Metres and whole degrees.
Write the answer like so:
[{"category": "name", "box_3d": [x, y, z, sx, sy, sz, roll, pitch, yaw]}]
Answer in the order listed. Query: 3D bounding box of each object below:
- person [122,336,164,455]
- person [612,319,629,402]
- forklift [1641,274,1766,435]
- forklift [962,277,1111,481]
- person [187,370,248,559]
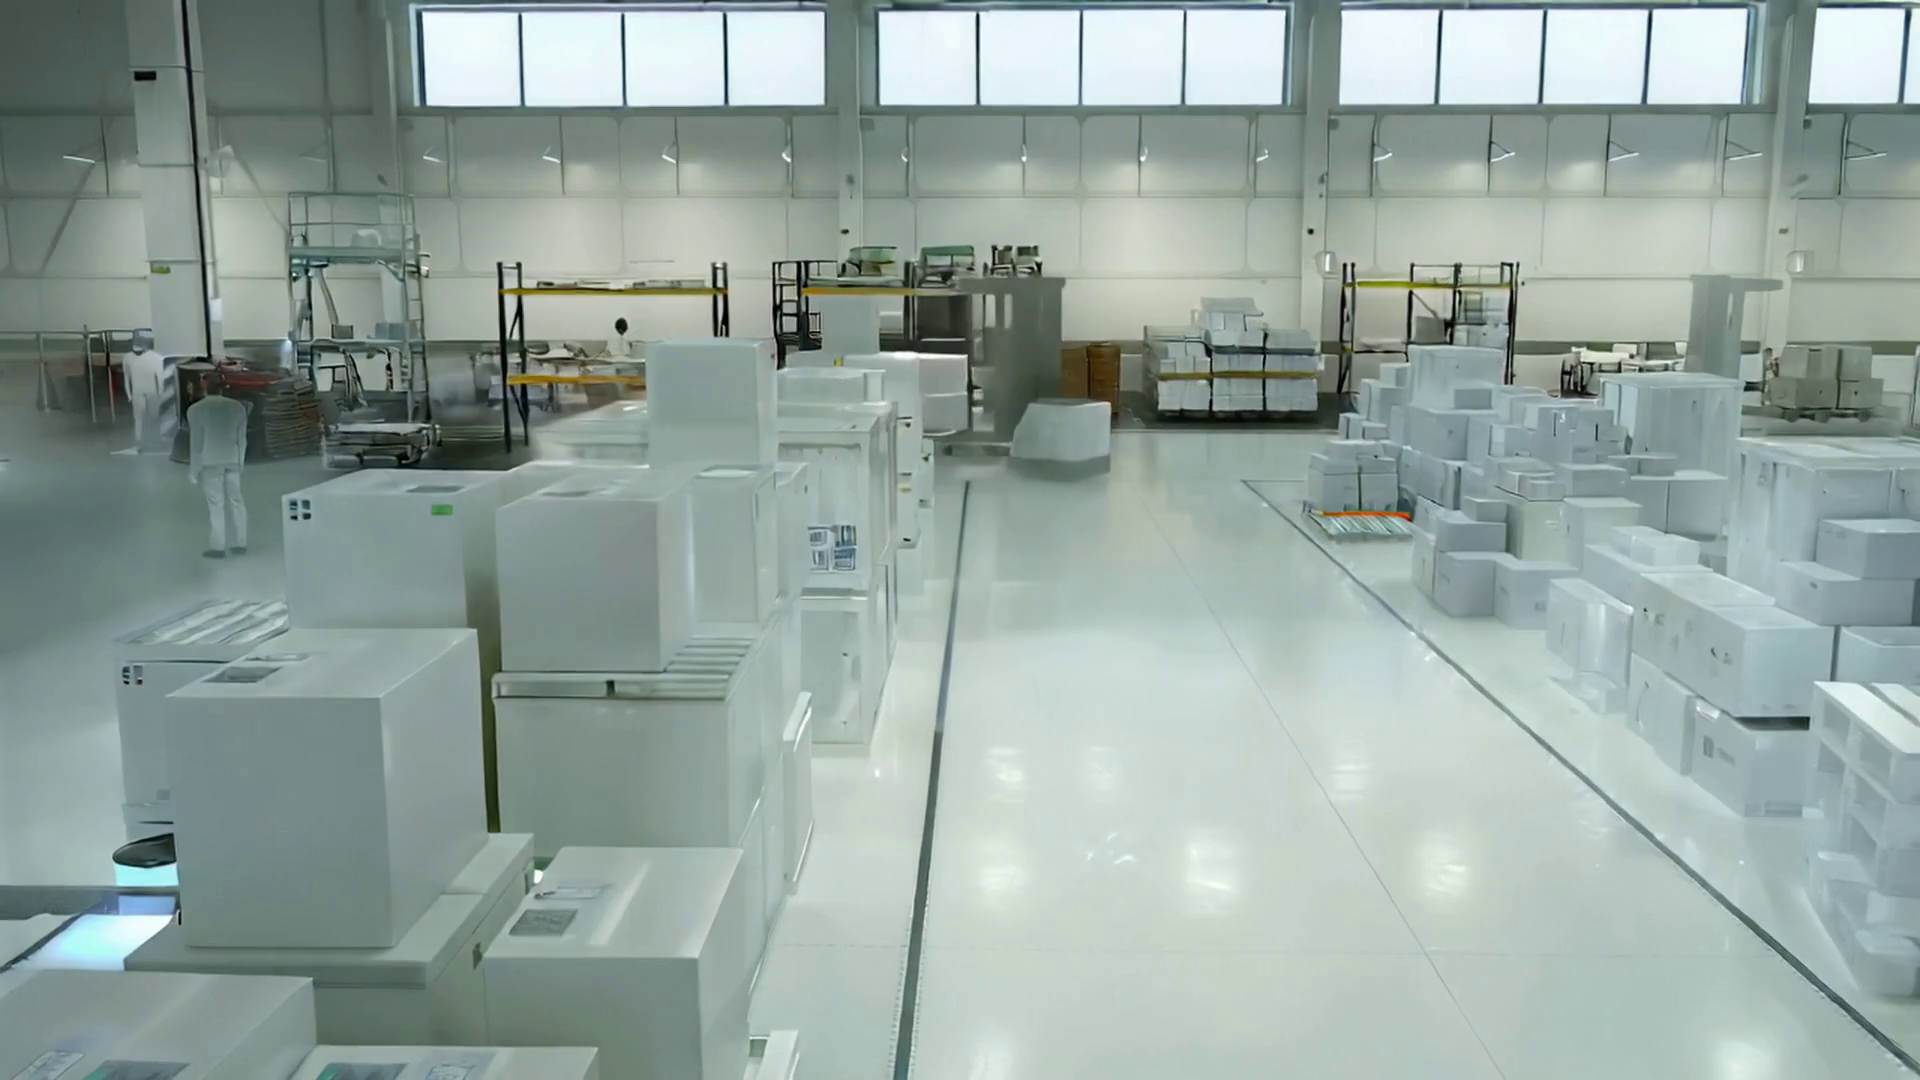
[{"category": "person", "box_3d": [-13.000, -2.315, 26.534, 0.617, 1.883, 1.077, -3, 10, -17]}, {"category": "person", "box_3d": [-7.004, -3.635, 34.417, 0.378, 1.889, 0.701, -1, 10, -8]}, {"category": "forklift", "box_3d": [13.084, -3.274, 29.247, 1.873, 2.768, 1.129, 0, 9, 1]}, {"category": "forklift", "box_3d": [1.116, -2.310, 23.473, 1.873, 2.768, 1.129, 6, 11, 34]}, {"category": "person", "box_3d": [-7.608, -0.769, 17.058, 0.371, 1.941, 0.627, 6, 11, 32]}]
